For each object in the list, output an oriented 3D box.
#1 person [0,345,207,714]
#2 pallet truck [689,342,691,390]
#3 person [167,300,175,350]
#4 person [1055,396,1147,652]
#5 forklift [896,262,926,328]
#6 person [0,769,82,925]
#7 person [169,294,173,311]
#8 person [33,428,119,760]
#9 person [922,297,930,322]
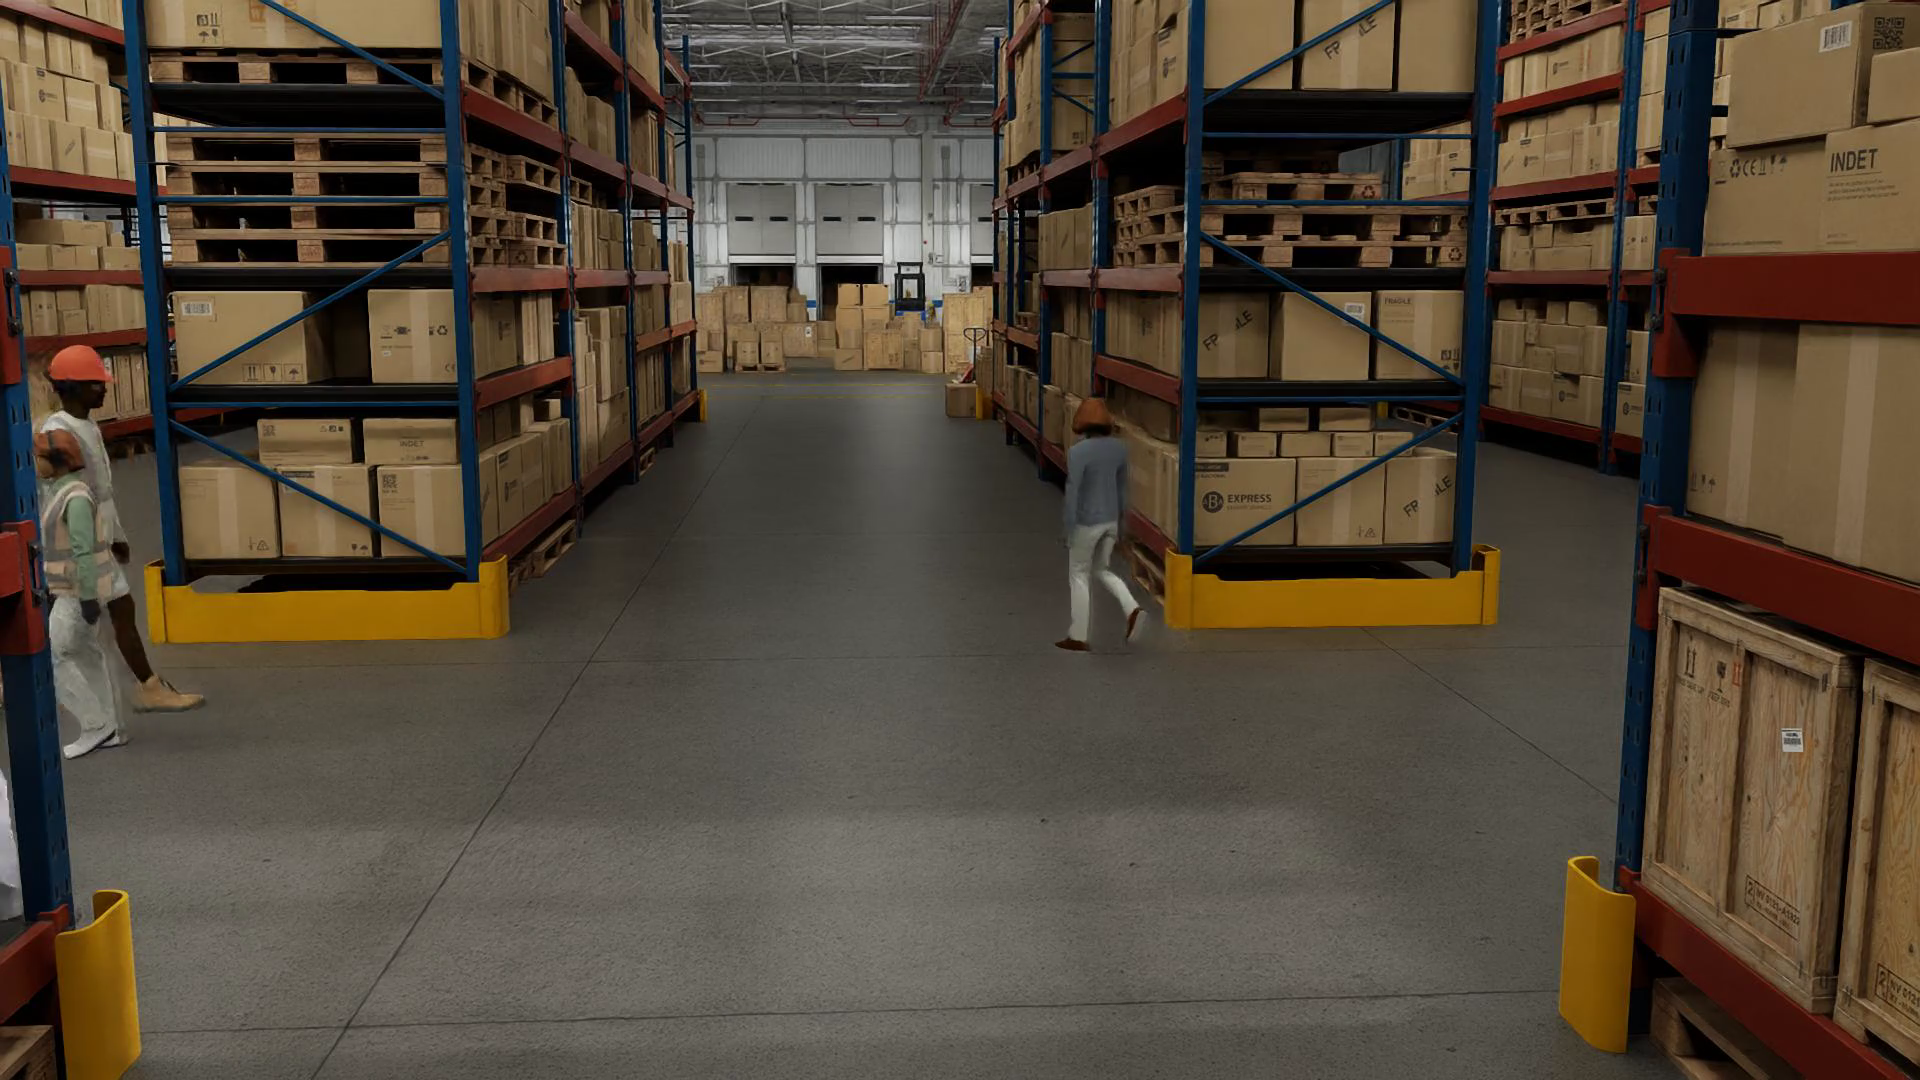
[{"bbox_3d":[-4.670,-0.027,8.813,1.050,2.000,0.623,-3,9,-16],"label":"person"},{"bbox_3d":[-5.225,-3.008,27.480,1.885,1.965,0.823,2,9,14],"label":"pallet truck"},{"bbox_3d":[-24.685,-6.738,51.706,0.492,1.740,0.325,8,12,42],"label":"person"},{"bbox_3d":[0.885,-0.084,10.339,0.567,1.610,0.535,-9,13,-44],"label":"person"},{"bbox_3d":[-1.780,-8.547,59.499,1.129,2.768,1.873,-1,9,-4],"label":"forklift"},{"bbox_3d":[-3.474,0.556,5.674,0.826,1.810,0.588,-1,9,-5],"label":"person"},{"bbox_3d":[-29.581,-8.619,62.771,0.400,1.987,0.608,0,9,2],"label":"person"},{"bbox_3d":[-4.348,0.266,8.112,0.407,1.622,0.510,-6,11,-32],"label":"person"},{"bbox_3d":[-1.282,-8.294,62.043,0.958,1.565,0.496,5,10,28],"label":"person"}]
